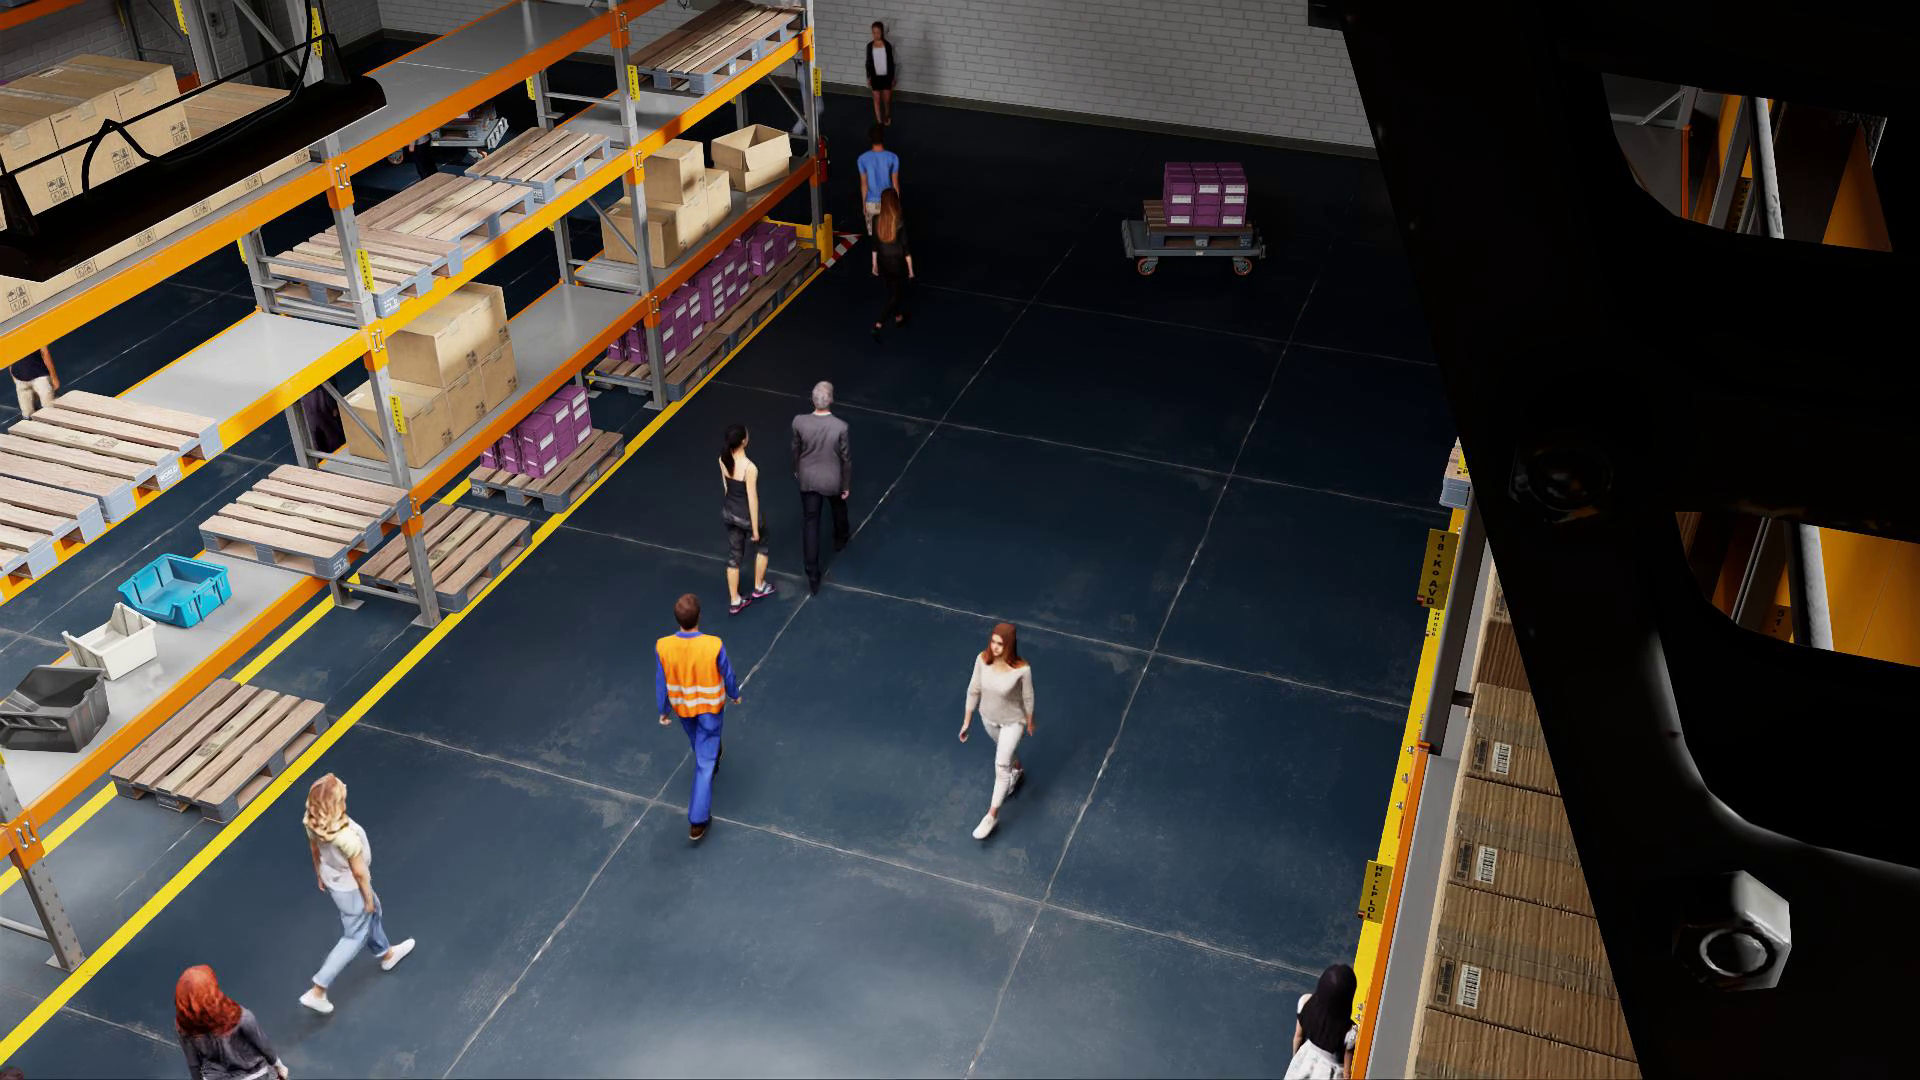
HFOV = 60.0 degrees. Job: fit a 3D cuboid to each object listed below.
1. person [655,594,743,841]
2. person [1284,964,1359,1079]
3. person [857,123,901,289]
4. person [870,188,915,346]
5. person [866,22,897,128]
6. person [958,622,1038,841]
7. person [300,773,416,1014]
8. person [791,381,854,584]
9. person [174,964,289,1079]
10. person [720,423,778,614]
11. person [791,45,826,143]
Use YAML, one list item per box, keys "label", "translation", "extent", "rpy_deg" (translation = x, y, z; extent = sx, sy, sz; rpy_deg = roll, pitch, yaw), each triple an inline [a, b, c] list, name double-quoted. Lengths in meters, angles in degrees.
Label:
- label: "person"
  translation: [-1.833, 1.249, 11.606]
  extent: [0.885, 1.812, 1.303]
  rpy_deg: [4, 34, 6]
- label: "person"
  translation: [1.959, 2.975, 9.049]
  extent: [0.795, 1.769, 0.774]
  rpy_deg: [-26, 41, -33]
- label: "person"
  translation: [-0.928, -3.854, 19.264]
  extent: [0.882, 1.833, 1.230]
  rpy_deg: [1, 34, 2]
- label: "person"
  translation: [-0.781, -2.945, 18.027]
  extent: [0.771, 1.688, 1.147]
  rpy_deg: [19, 38, 26]
- label: "person"
  translation: [-1.120, -6.636, 23.709]
  extent: [0.666, 1.548, 0.719]
  rpy_deg: [2, 34, 3]
- label: "person"
  translation: [0.341, 1.222, 11.778]
  extent: [0.739, 1.668, 1.109]
  rpy_deg: [19, 38, 26]
- label: "person"
  translation: [-3.860, 2.199, 10.279]
  extent: [0.830, 1.699, 1.144]
  rpy_deg: [22, 39, 29]
- label: "person"
  translation: [-1.199, -0.472, 14.210]
  extent: [0.931, 1.796, 1.273]
  rpy_deg: [3, 34, 4]
- label: "person"
  translation: [-3.916, 3.019, 9.000]
  extent: [0.826, 1.750, 1.178]
  rpy_deg: [1, 34, 1]
- label: "person"
  translation: [-1.871, -0.136, 13.781]
  extent: [0.695, 1.711, 0.809]
  rpy_deg: [20, 38, 27]
- label: "person"
  translation: [-2.149, -6.276, 22.968]
  extent: [0.782, 1.767, 0.961]
  rpy_deg: [26, 41, 33]
